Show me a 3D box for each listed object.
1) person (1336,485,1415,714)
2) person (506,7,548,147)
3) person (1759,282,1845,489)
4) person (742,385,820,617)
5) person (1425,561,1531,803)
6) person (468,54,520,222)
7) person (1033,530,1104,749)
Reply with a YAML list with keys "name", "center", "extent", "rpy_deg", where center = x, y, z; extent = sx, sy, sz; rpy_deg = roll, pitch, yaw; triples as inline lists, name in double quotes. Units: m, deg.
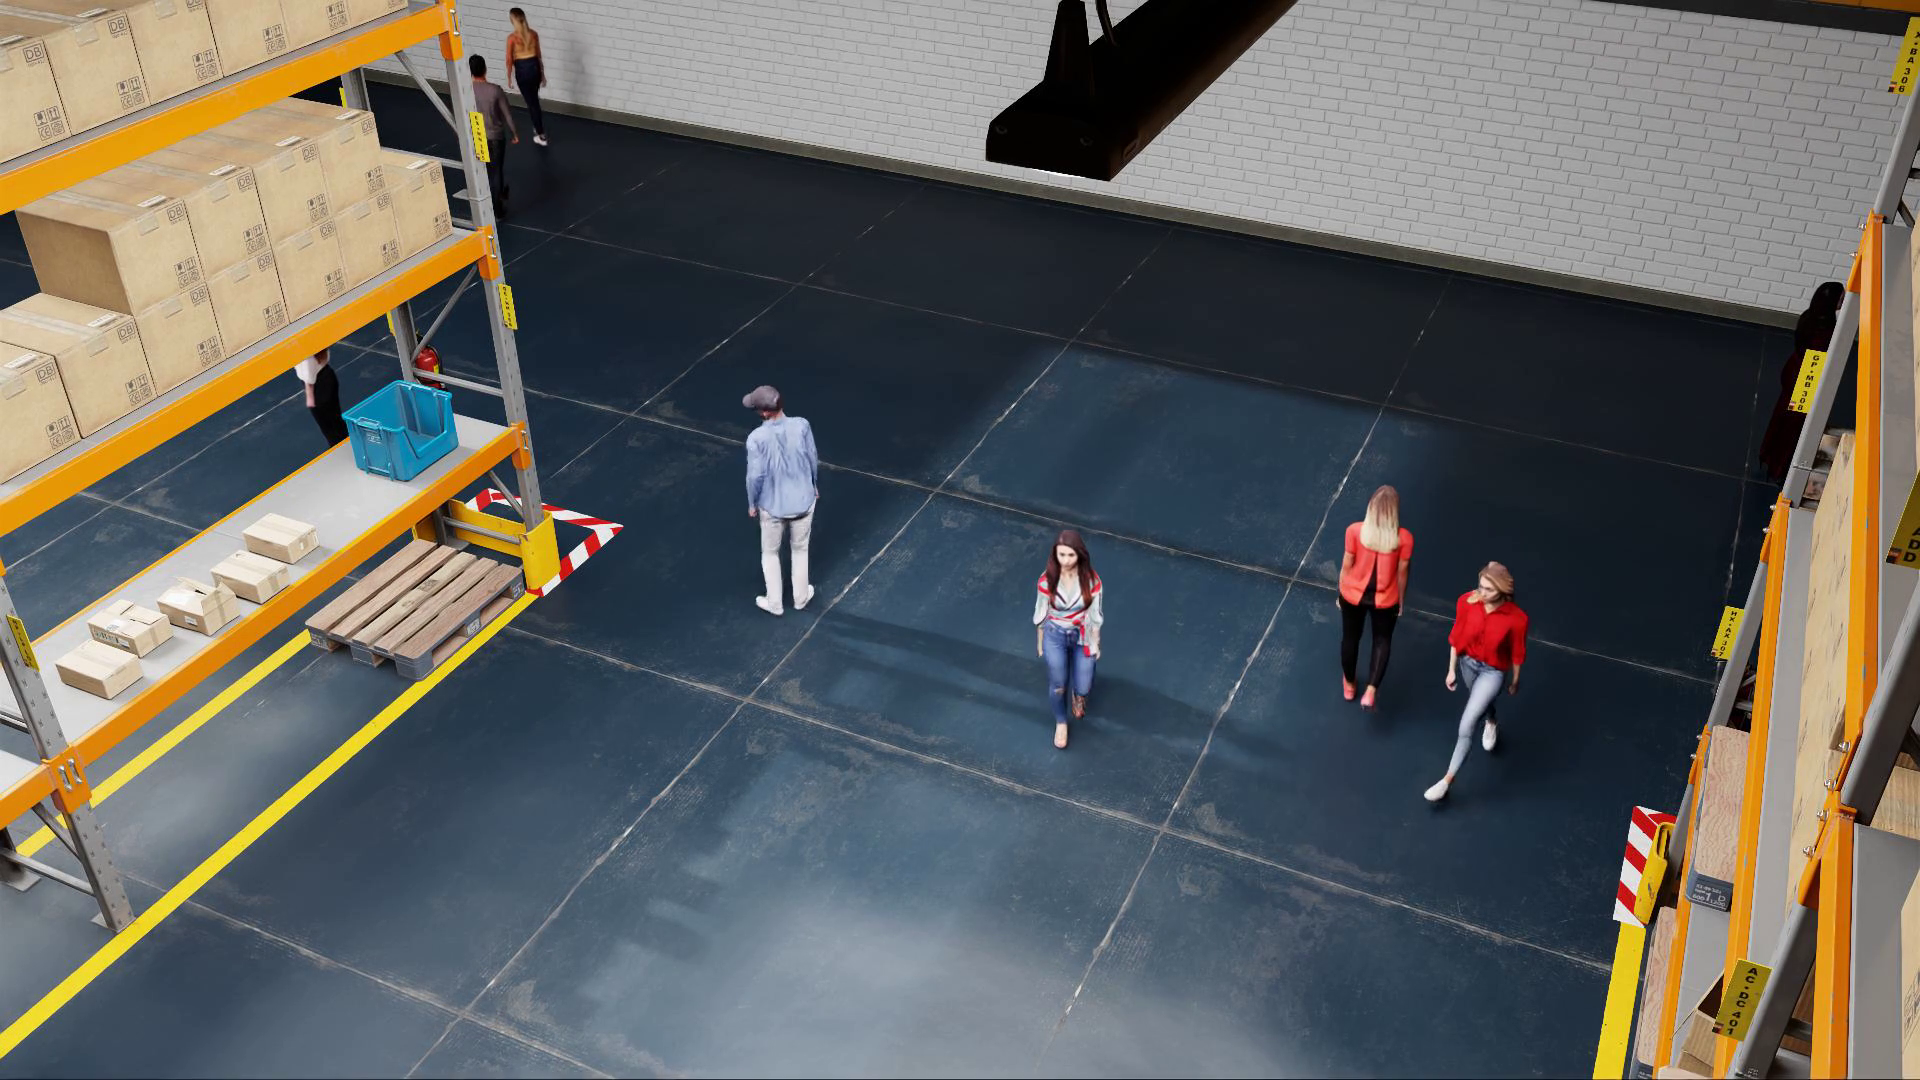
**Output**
- name: "person"
  center: [2.670, 0.435, 10.855]
  extent: [0.683, 1.683, 0.905]
  rpy_deg: [8, 34, 12]
- name: "person"
  center: [-5.114, -5.505, 19.857]
  extent: [0.807, 1.610, 0.820]
  rpy_deg: [-25, 41, -32]
- name: "person"
  center: [6.760, -1.263, 13.342]
  extent: [0.782, 1.758, 0.629]
  rpy_deg: [5, 34, 8]
- name: "person"
  center: [-1.225, -0.293, 11.783]
  extent: [0.771, 1.868, 0.821]
  rpy_deg: [-2, 34, -2]
- name: "person"
  center: [3.288, 0.791, 10.354]
  extent: [0.864, 1.644, 1.261]
  rpy_deg: [23, 40, 30]
- name: "person"
  center: [-5.097, -4.290, 17.914]
  extent: [1.130, 1.736, 0.940]
  rpy_deg: [13, 36, 19]
- name: "person"
  center: [0.710, 0.591, 10.694]
  extent: [0.704, 1.602, 0.763]
  rpy_deg: [3, 34, 5]
